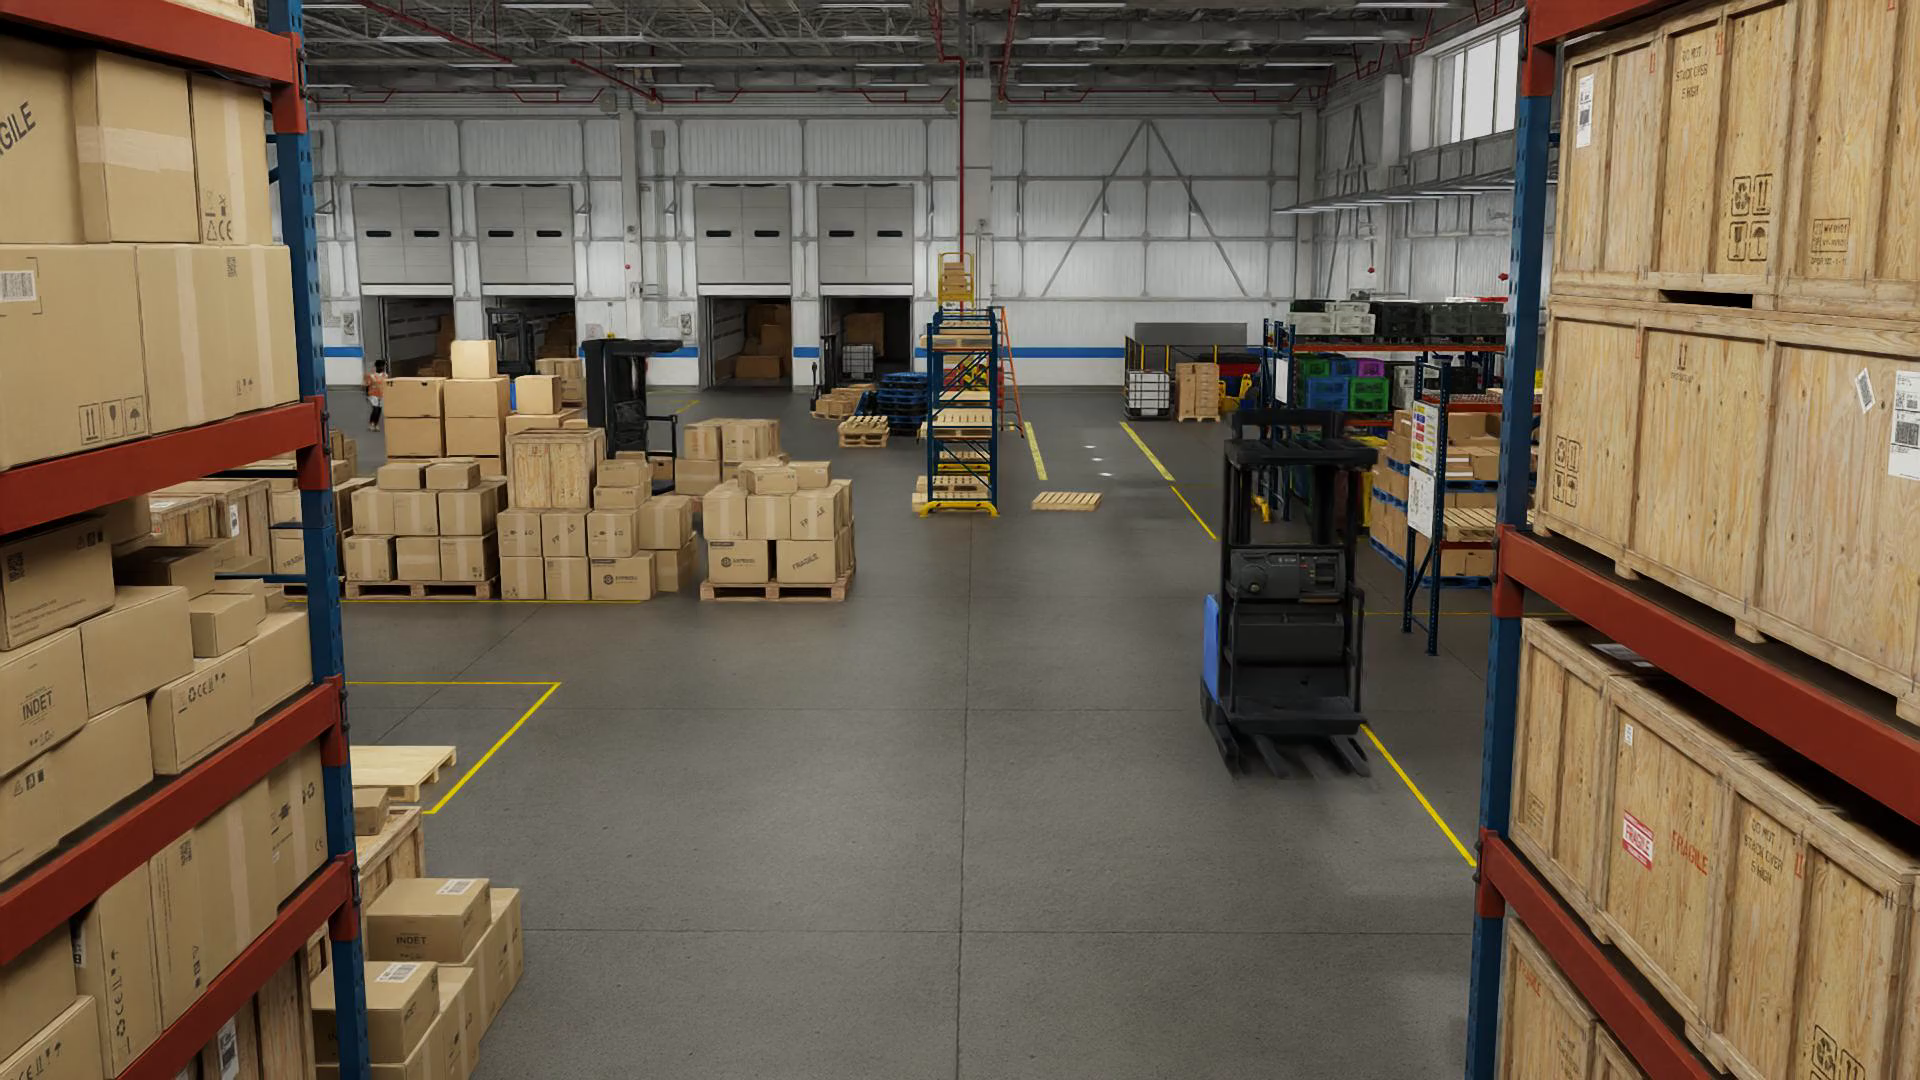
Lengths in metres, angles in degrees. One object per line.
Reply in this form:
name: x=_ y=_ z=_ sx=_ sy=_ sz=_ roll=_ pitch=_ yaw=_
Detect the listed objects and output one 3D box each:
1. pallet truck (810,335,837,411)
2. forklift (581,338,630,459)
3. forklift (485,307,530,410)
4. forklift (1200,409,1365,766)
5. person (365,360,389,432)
pallet truck: x=-3.021 y=-4.312 z=43.126 sx=1.885 sy=1.965 sz=0.823 roll=3 pitch=10 yaw=17
forklift: x=-5.320 y=-1.639 z=25.159 sx=1.873 sy=2.768 sz=1.129 roll=3 pitch=10 yaw=15
forklift: x=-10.753 y=-4.150 z=39.645 sx=1.129 sy=2.768 sz=1.873 roll=0 pitch=10 yaw=1
forklift: x=2.690 y=0.295 z=14.000 sx=1.129 sy=2.768 sz=1.873 roll=0 pitch=10 yaw=1
person: x=-13.433 y=-3.325 z=38.373 sx=0.431 sy=1.664 sz=0.529 roll=9 pitch=13 yaw=41
